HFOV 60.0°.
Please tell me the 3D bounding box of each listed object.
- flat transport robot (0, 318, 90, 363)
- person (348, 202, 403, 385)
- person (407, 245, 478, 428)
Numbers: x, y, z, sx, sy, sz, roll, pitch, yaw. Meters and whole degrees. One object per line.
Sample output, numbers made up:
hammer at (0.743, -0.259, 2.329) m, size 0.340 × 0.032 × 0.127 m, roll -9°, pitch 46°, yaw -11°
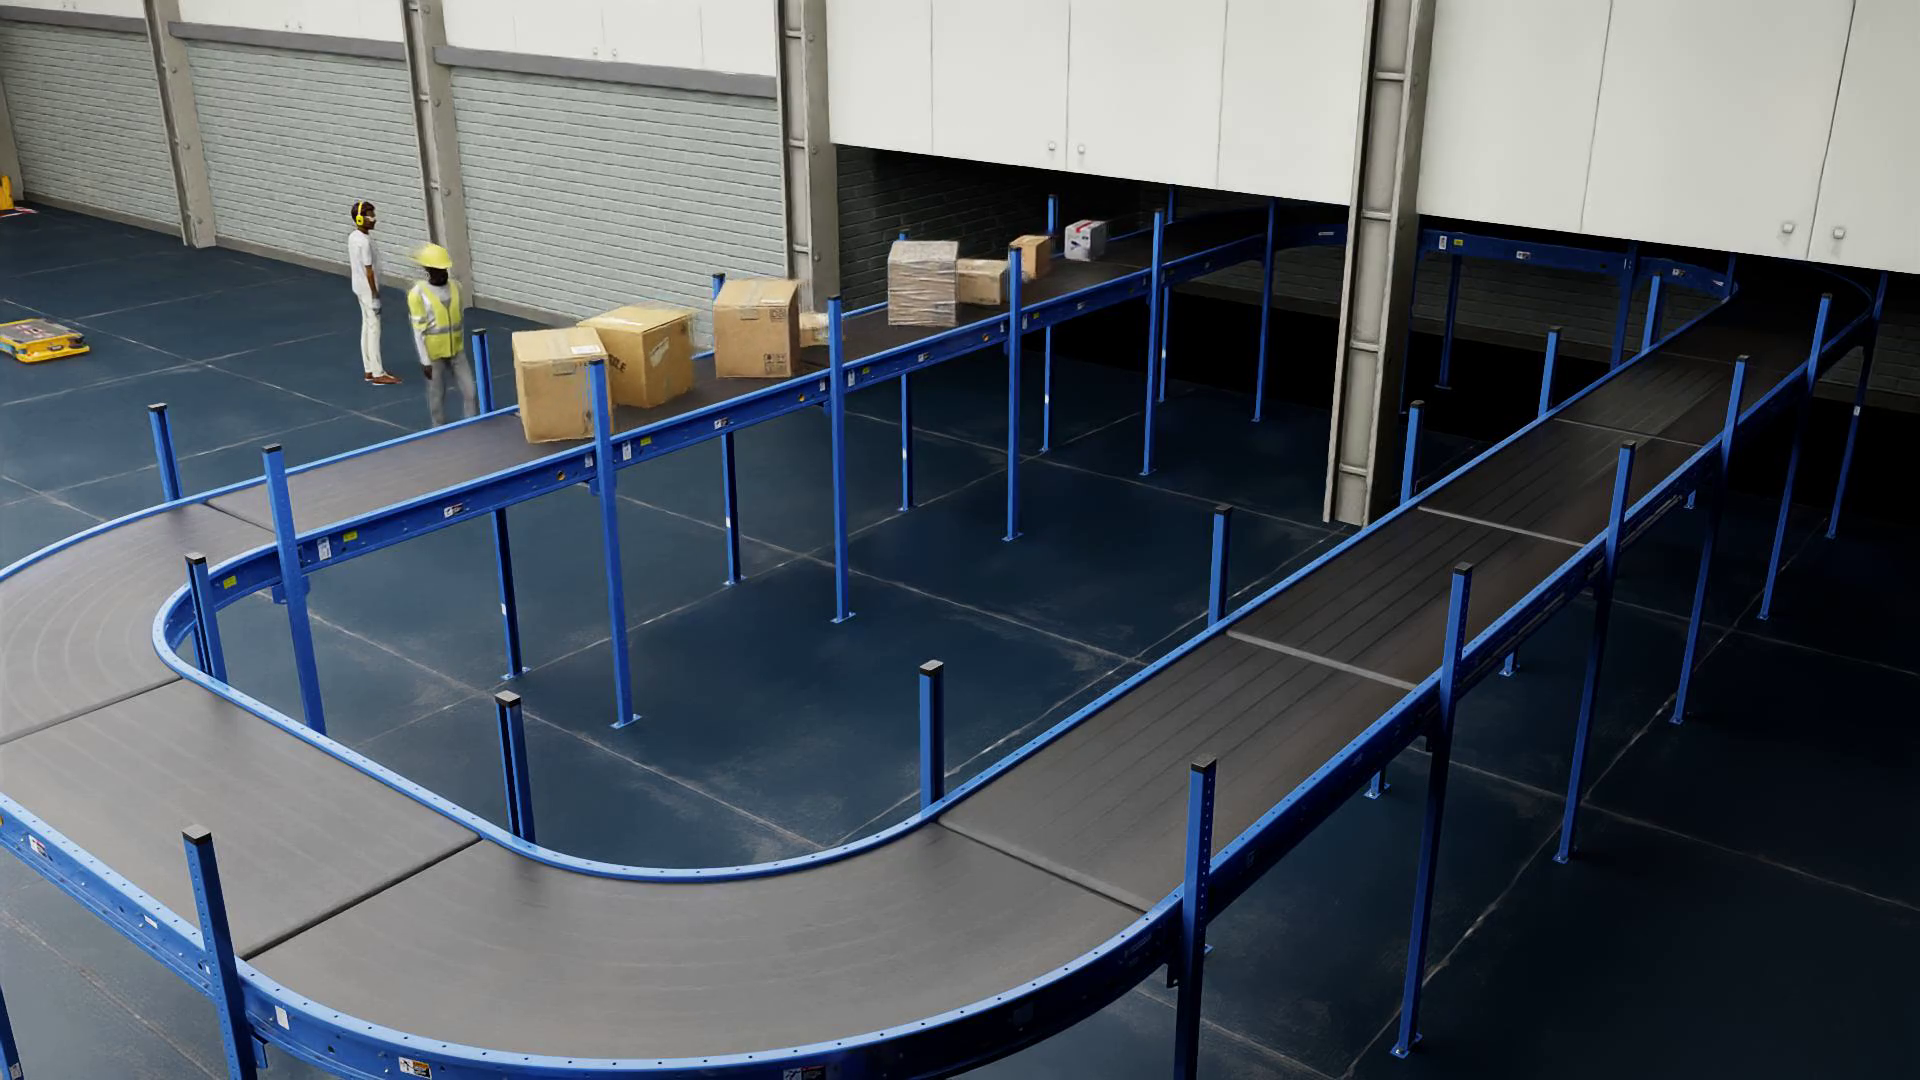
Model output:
flat transport robot at (-10.320, -2.236, 18.468) m, size 1.431 × 0.197 × 0.652 m, roll 17°, pitch 27°, yaw 37°
person at (-6.051, -2.529, 17.073) m, size 0.333 × 1.866 × 0.515 m, roll -14°, pitch 25°, yaw -31°
person at (-4.548, -1.674, 14.836) m, size 0.769 × 1.899 × 0.609 m, roll 17°, pitch 27°, yaw 37°
